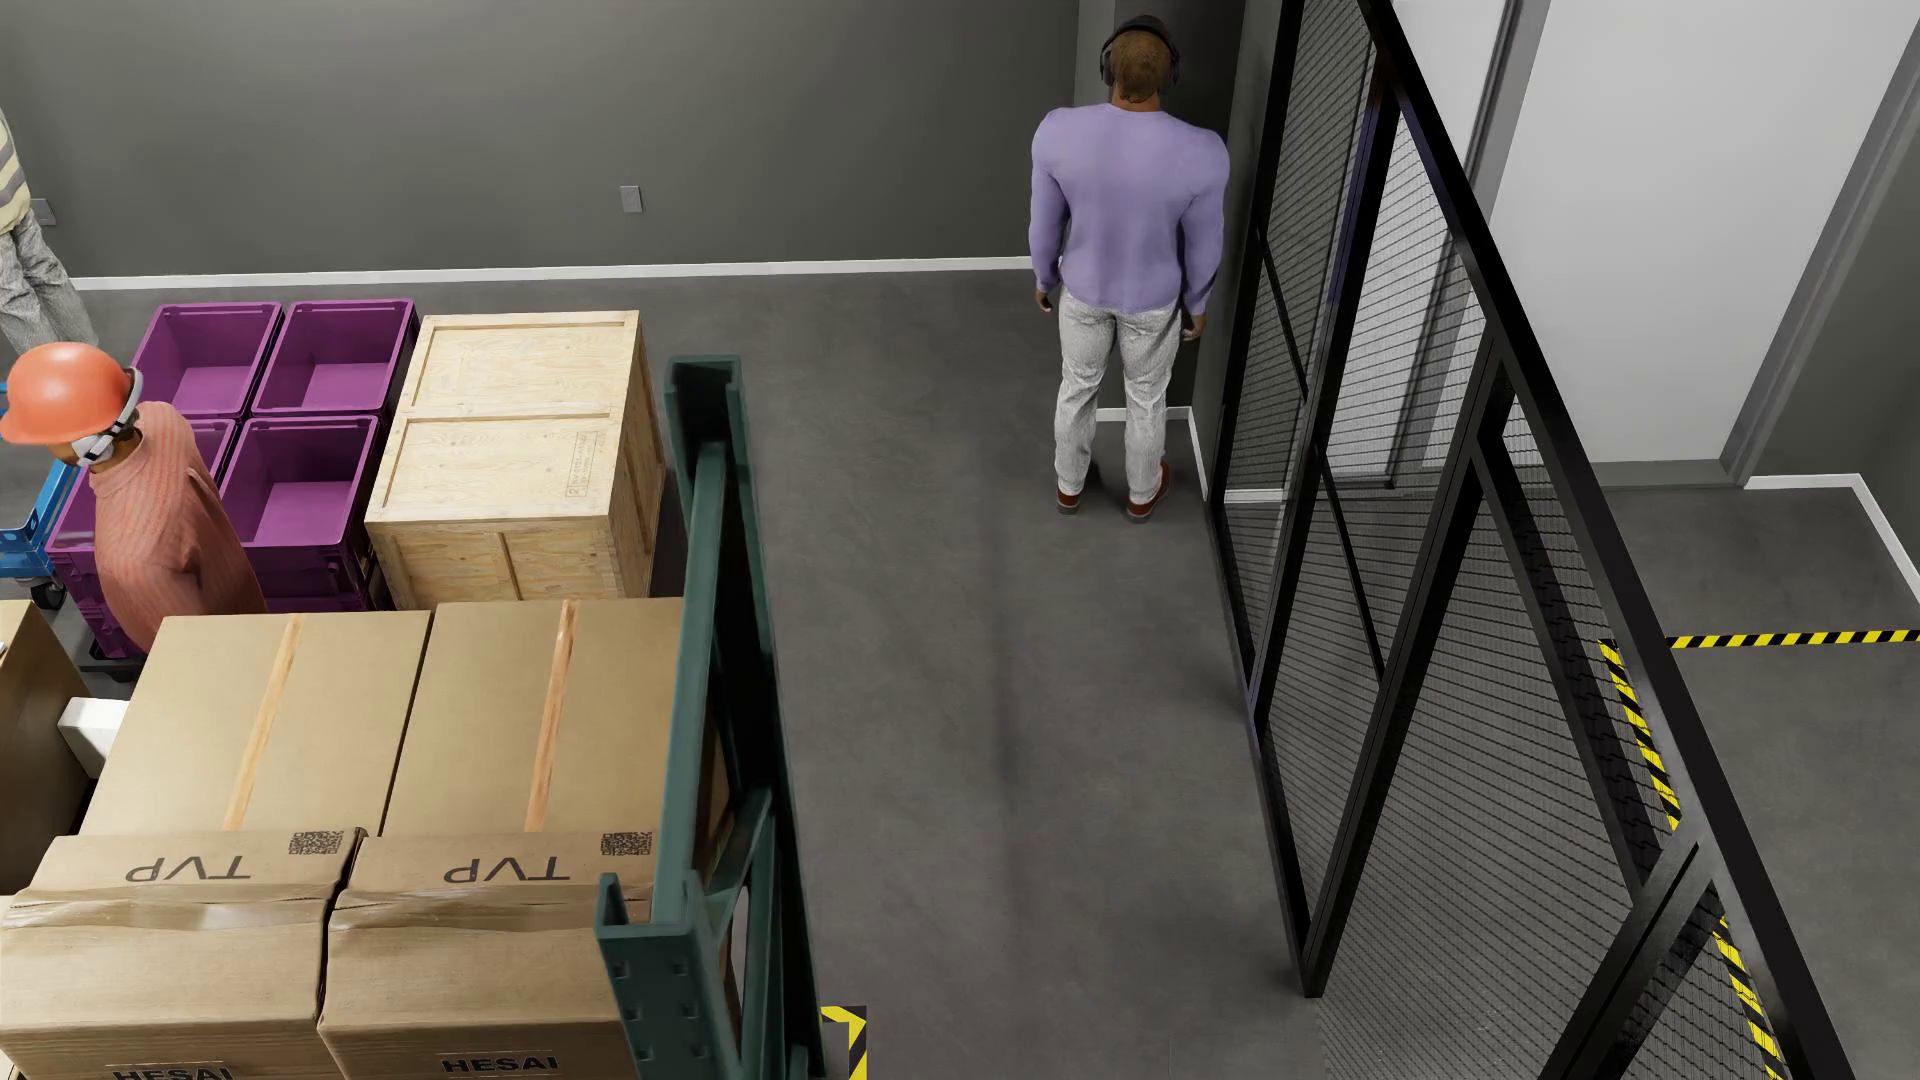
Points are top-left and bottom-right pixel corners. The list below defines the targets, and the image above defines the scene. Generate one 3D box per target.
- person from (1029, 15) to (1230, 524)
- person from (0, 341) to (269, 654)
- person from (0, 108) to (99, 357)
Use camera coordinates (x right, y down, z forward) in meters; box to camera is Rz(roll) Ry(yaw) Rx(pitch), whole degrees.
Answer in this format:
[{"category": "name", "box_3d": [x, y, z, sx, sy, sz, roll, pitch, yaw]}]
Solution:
[{"category": "person", "box_3d": [0.537, -0.842, 5.560, 0.630, 1.939, 0.366, 11, 47, 11]}, {"category": "person", "box_3d": [-2.041, 0.253, 4.478, 0.383, 1.994, 0.612, -12, 48, -12]}, {"category": "person", "box_3d": [-3.542, -1.195, 5.969, 0.404, 1.831, 0.600, 0, 46, 0]}]
